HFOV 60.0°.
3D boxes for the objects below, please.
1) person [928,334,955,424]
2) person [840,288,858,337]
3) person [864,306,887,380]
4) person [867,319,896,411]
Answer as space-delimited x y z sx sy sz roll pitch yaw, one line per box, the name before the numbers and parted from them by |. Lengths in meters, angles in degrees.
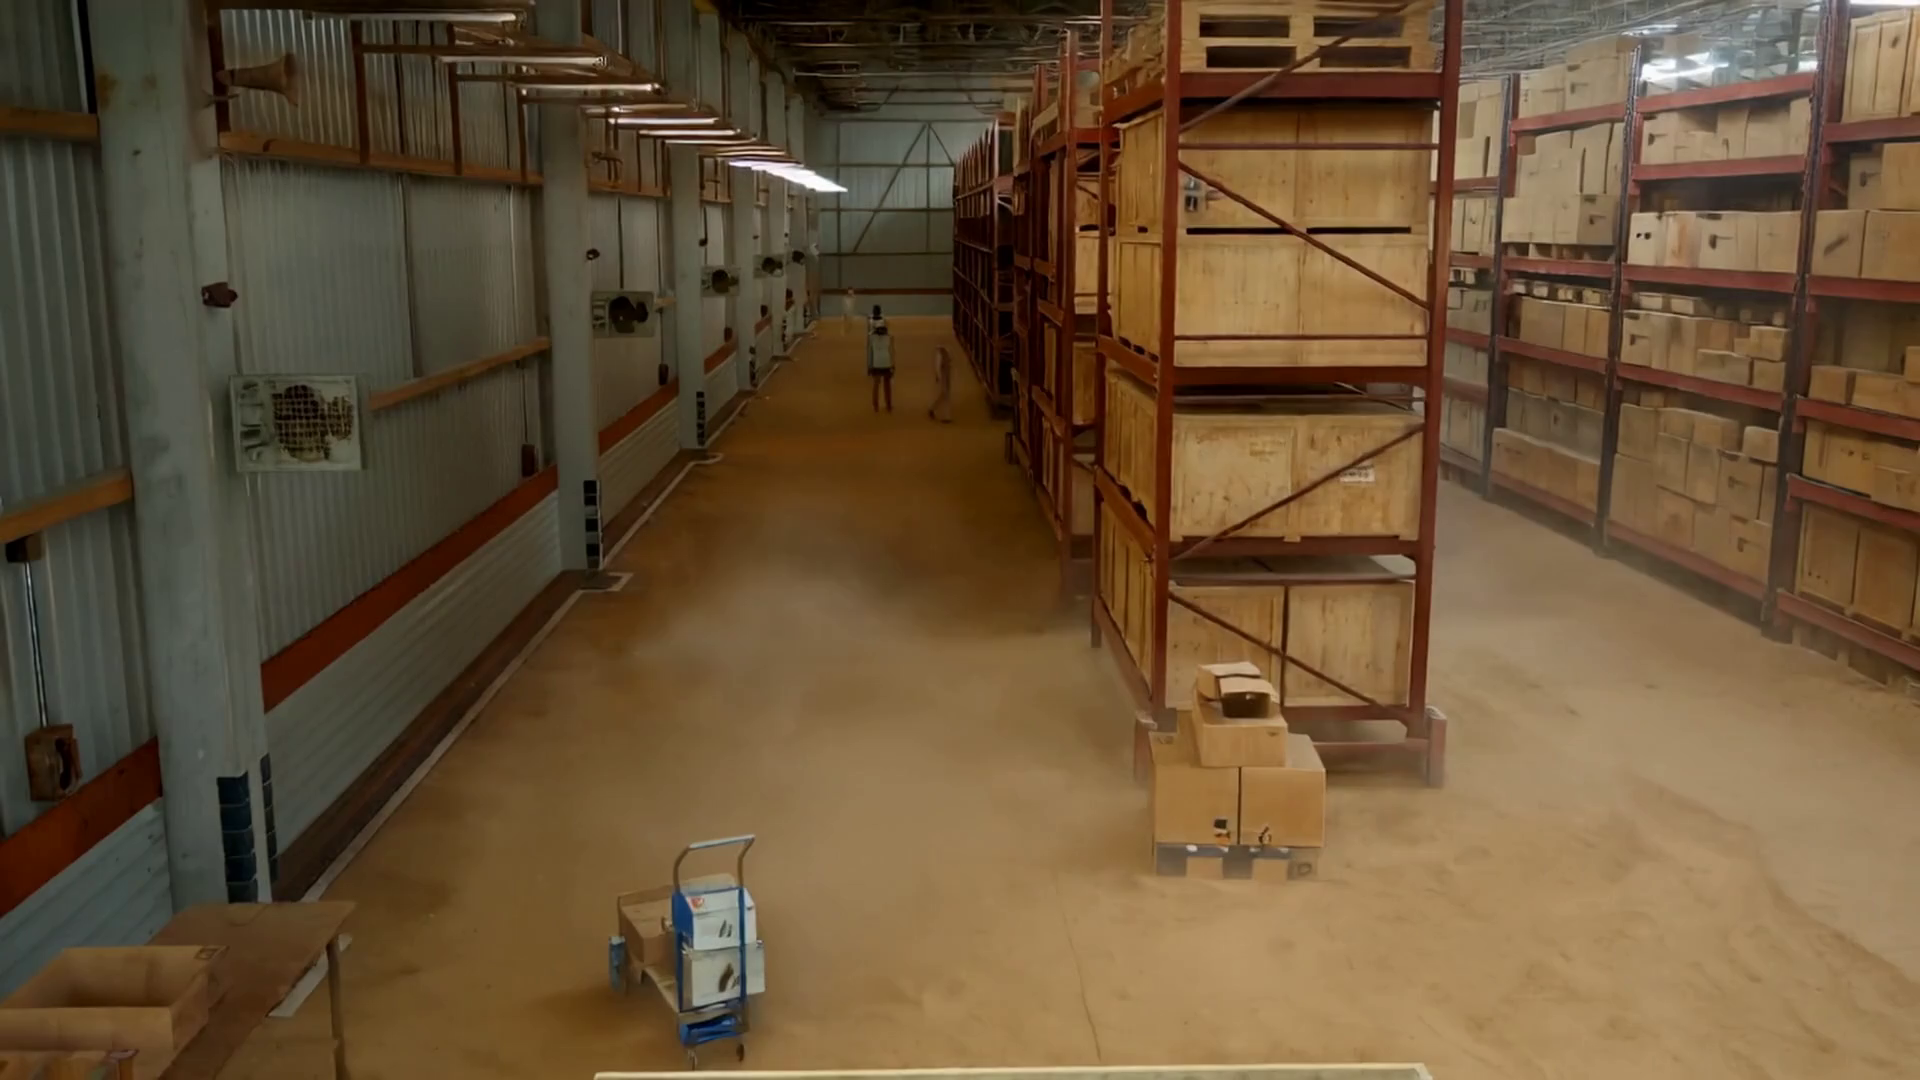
person | -0.340 -3.230 33.404 0.448 1.824 0.583 5 12 23
person | -3.848 -7.943 58.226 0.561 1.705 0.852 5 12 25
person | -2.173 -5.071 42.783 0.599 1.906 0.413 -3 11 -14
person | -1.682 -3.753 35.715 0.619 1.986 0.410 -3 11 -16
